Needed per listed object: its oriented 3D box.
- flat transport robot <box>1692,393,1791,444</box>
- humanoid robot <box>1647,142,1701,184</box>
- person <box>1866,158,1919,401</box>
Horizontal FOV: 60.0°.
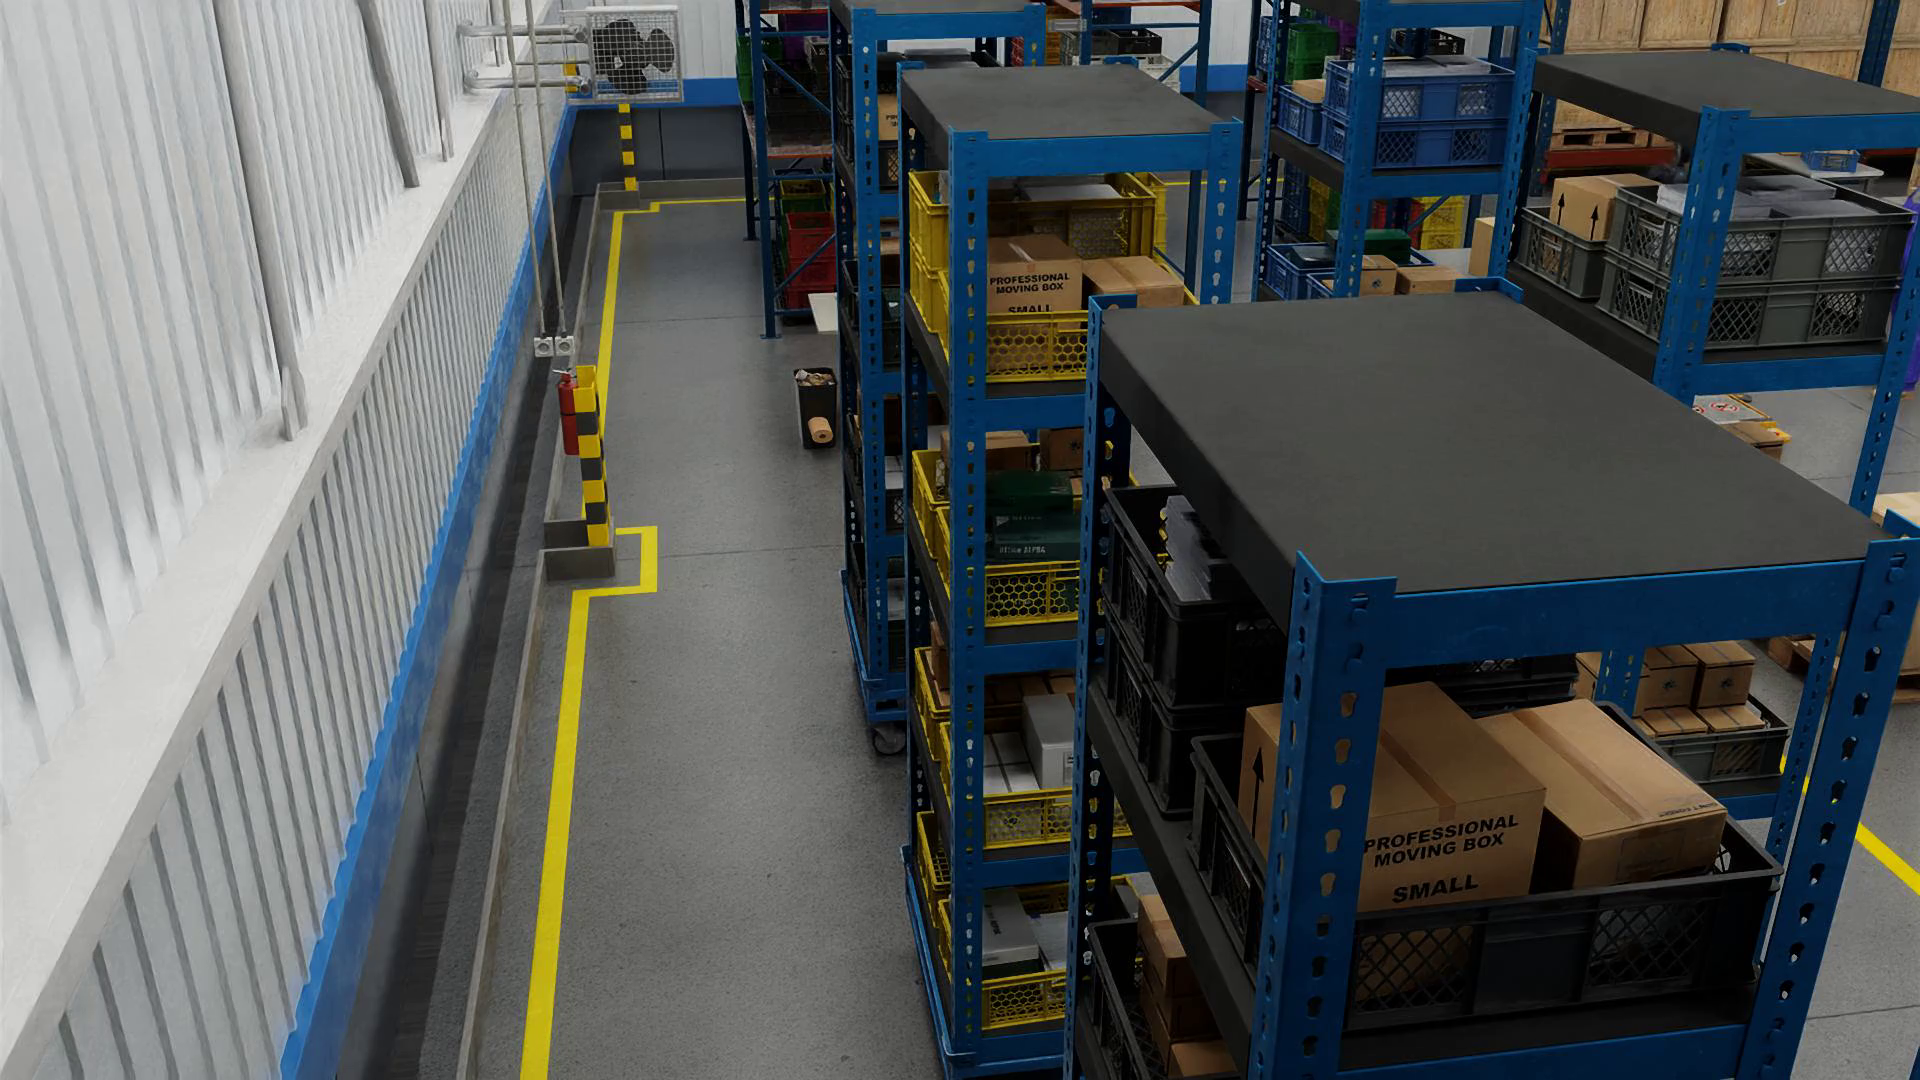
[{"bbox_3d":[5.224,-0.859,12.132,1.431,0.197,0.652,-4,25,-8],"label":"flat transport robot"},{"bbox_3d":[6.127,-2.676,14.450,0.608,1.631,0.695,7,26,14],"label":"humanoid robot"},{"bbox_3d":[7.294,-2.081,12.705,0.535,2.000,0.678,4,25,9],"label":"person"}]
